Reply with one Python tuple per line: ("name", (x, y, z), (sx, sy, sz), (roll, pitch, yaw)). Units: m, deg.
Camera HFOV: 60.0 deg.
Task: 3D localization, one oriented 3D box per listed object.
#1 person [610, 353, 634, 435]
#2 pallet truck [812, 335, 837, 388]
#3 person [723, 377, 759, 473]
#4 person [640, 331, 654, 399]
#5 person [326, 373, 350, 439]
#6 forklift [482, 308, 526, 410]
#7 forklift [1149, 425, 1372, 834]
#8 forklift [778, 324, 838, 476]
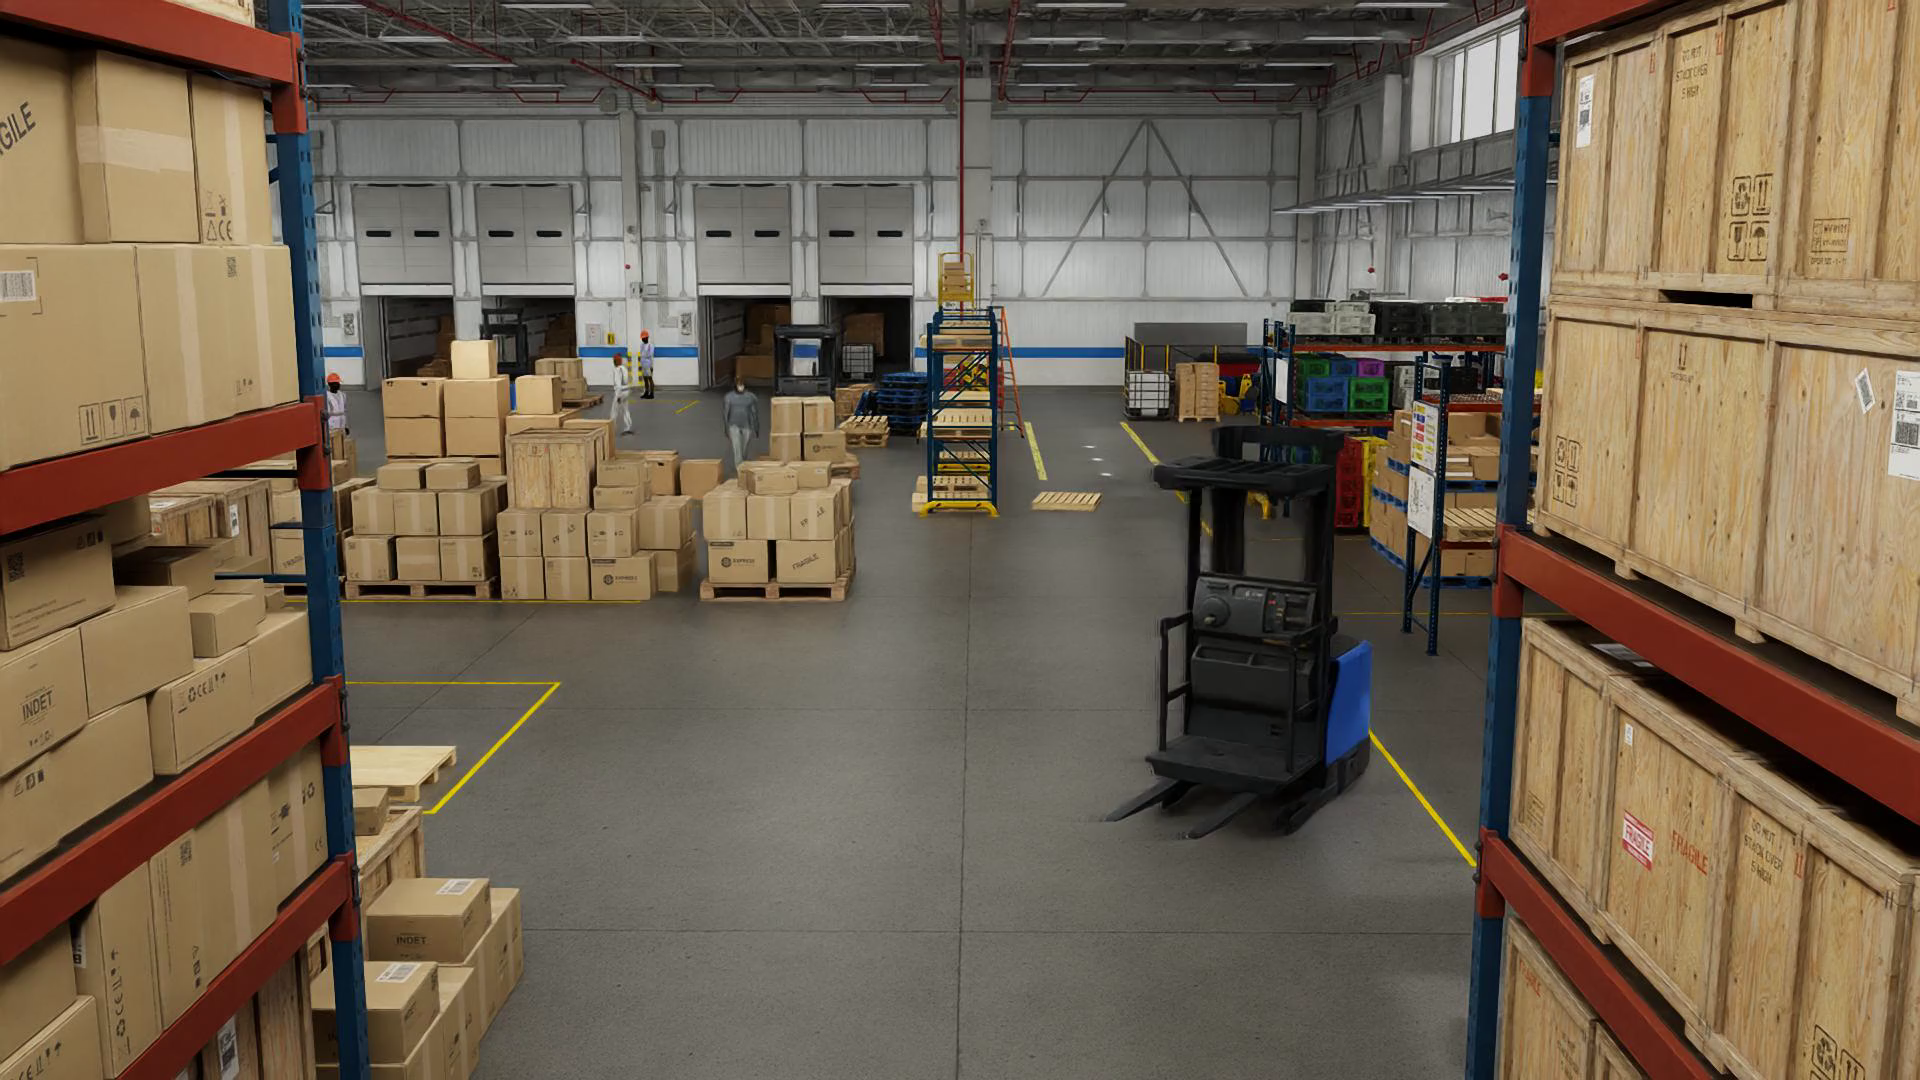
("person", (-7.765, -3.291, 37.647), (0.766, 1.852, 0.644), (2, 10, 10))
("pallet truck", (-3.021, -4.312, 43.126), (1.885, 1.965, 0.823), (3, 10, 17))
("person", (-4.005, -2.056, 30.448), (0.641, 1.892, 1.050), (-2, 10, -12))
("person", (-8.871, -4.951, 47.017), (0.544, 1.929, 0.386), (9, 13, 42))
("person", (-11.449, -2.099, 30.515), (0.343, 1.942, 0.552), (5, 11, 29))
("forklift", (-10.700, -4.063, 39.144), (1.129, 2.768, 1.873), (-3, 10, -15))
("forklift", (2.365, 0.540, 12.585), (1.129, 2.768, 1.873), (6, 12, 32))
("forklift", (-2.831, -2.538, 30.347), (1.129, 2.768, 1.873), (-1, 10, -6))
